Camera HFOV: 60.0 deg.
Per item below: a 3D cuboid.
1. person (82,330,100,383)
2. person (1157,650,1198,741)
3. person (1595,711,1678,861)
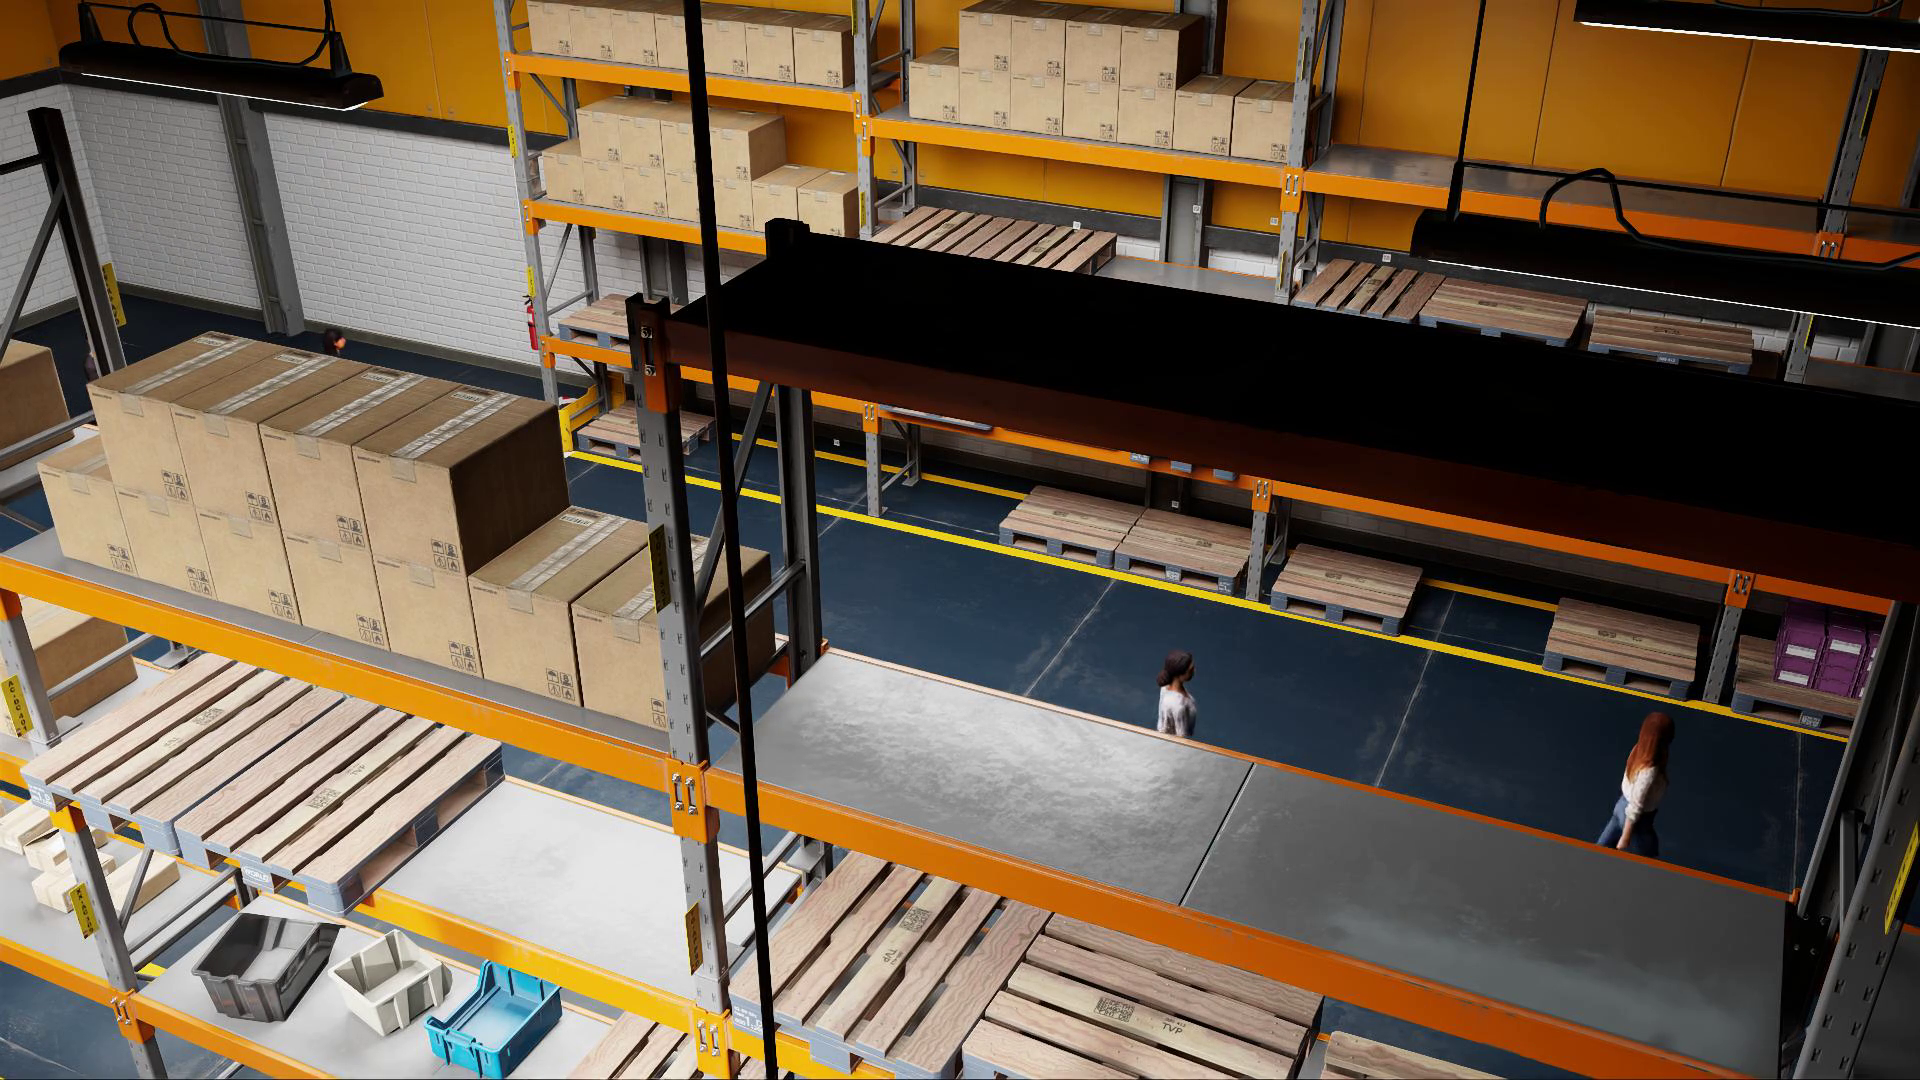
[{"bbox_3d":[-9.008,-1.454,17.526,1.120,1.678,0.768,6,29,11],"label":"person"},{"bbox_3d":[1.431,1.583,11.912,1.163,1.723,0.862,2,29,3],"label":"person"},{"bbox_3d":[4.513,1.897,11.373,1.174,1.688,0.762,6,29,12],"label":"person"}]
